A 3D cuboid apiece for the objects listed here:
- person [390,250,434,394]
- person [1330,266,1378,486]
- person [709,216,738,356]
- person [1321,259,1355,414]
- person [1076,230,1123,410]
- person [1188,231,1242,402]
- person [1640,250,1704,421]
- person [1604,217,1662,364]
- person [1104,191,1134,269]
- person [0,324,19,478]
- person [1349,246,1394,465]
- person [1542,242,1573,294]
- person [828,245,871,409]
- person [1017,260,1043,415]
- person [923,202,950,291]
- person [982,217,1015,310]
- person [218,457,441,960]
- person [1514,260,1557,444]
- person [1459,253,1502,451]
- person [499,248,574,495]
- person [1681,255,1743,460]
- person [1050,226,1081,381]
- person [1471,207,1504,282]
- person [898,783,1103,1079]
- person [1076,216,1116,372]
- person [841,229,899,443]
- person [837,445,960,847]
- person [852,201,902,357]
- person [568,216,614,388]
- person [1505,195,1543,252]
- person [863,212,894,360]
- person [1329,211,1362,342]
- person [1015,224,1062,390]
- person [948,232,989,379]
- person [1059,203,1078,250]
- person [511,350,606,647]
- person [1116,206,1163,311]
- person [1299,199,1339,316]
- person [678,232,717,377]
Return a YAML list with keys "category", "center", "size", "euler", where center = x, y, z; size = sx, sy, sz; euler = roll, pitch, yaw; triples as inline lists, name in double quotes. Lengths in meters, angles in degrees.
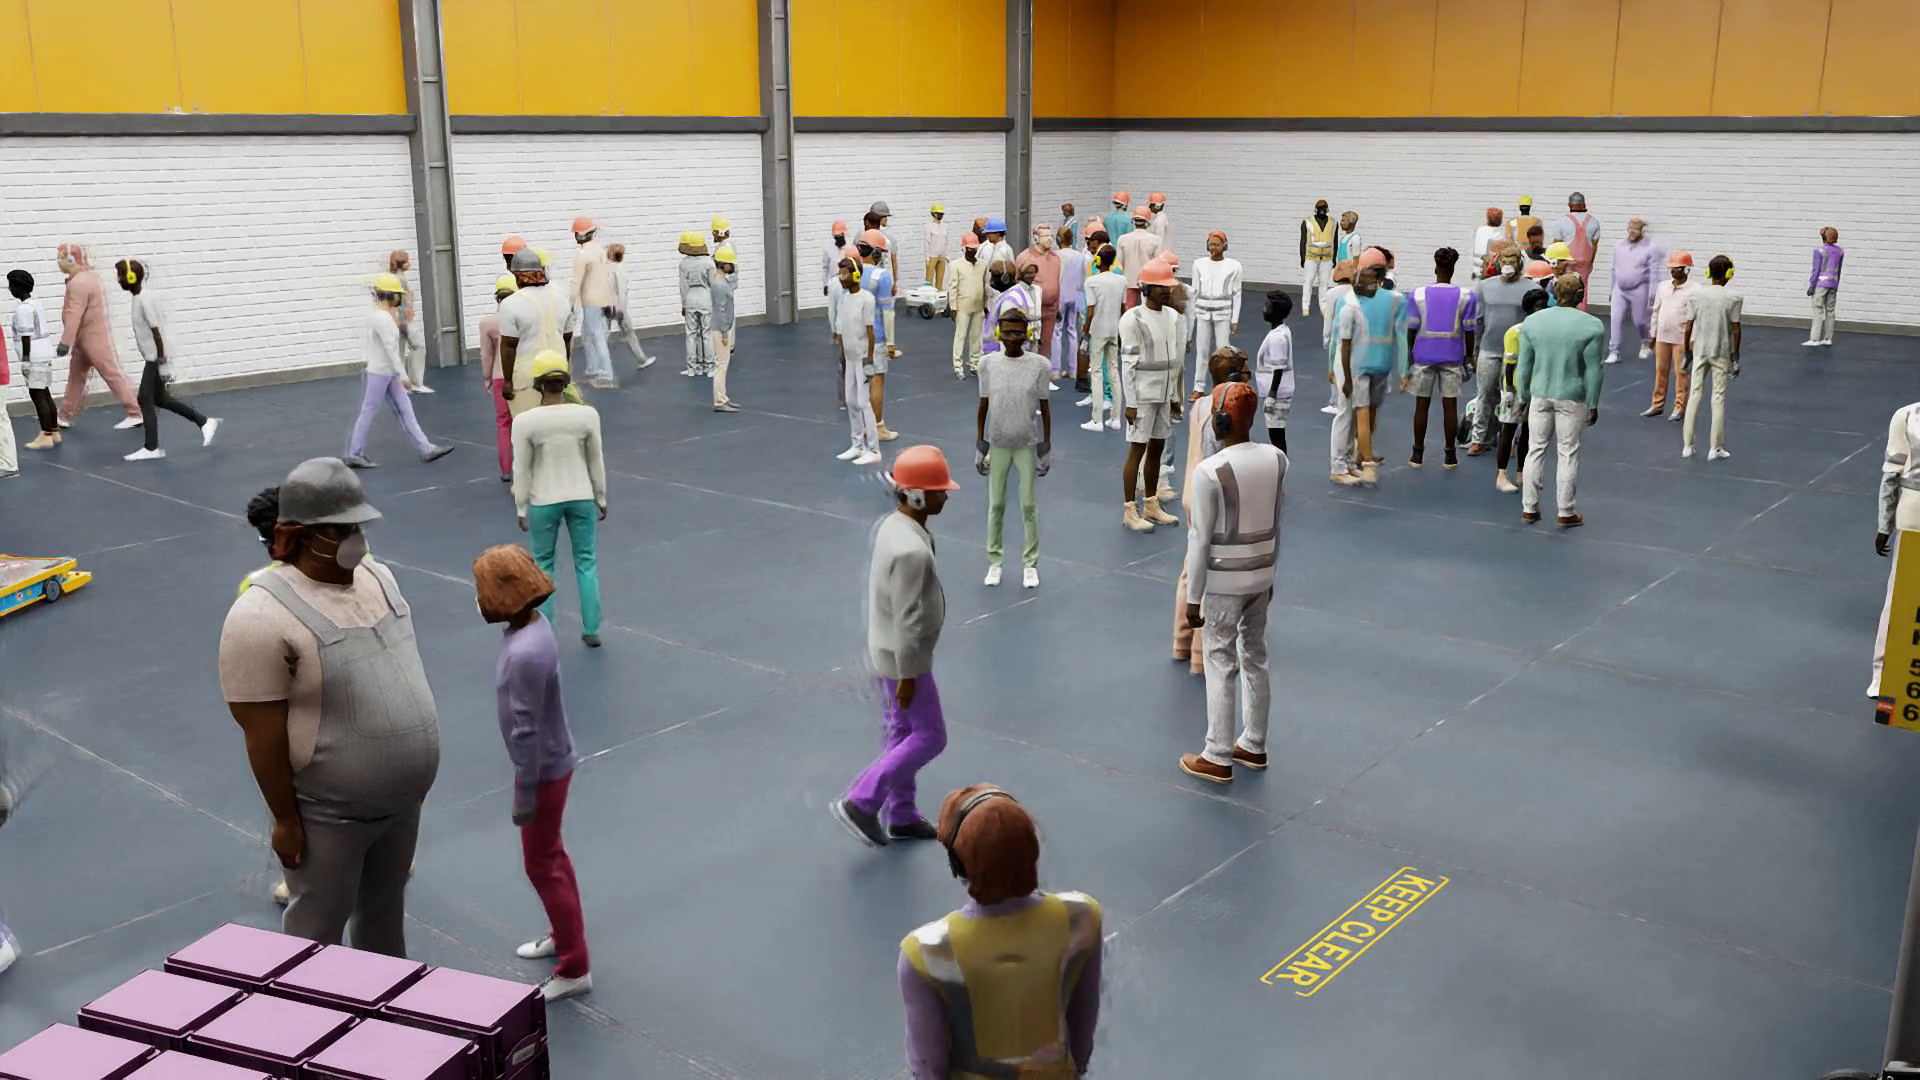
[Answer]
- category: "person"
  center: [-6.198, -2.446, 18.775]
  size: [0.560, 1.619, 0.539]
  euler: [-7, 16, -26]
- category: "person"
  center: [3.367, -1.397, 14.151]
  size: [0.351, 1.846, 0.507]
  euler: [9, 17, 32]
- category: "person"
  center: [-3.128, -3.348, 21.973]
  size: [0.404, 1.834, 0.589]
  euler: [-1, 14, -2]
- category: "person"
  center: [4.058, -2.146, 17.597]
  size: [0.492, 1.625, 0.279]
  euler: [-6, 15, -21]
- category: "person"
  center: [1.526, -2.357, 17.850]
  size: [0.379, 1.913, 0.597]
  euler: [-8, 16, -29]
- category: "person"
  center: [2.781, -2.435, 18.222]
  size: [0.573, 1.883, 0.354]
  euler: [6, 15, 23]
- category: "person"
  center: [7.376, -2.112, 17.193]
  size: [0.329, 1.750, 0.573]
  euler: [-9, 17, -32]
- category: "person"
  center: [8.667, -3.217, 21.369]
  size: [0.864, 1.867, 0.642]
  euler: [-13, 19, -43]
- category: "person"
  center: [2.509, -4.454, 26.064]
  size: [0.611, 1.996, 0.379]
  euler: [13, 19, 43]
- category: "person"
  center: [-8.430, -1.404, 14.399]
  size: [0.354, 1.738, 0.573]
  euler: [-10, 17, -35]
- category: "person"
  center: [3.655, -1.663, 14.988]
  size: [0.390, 1.957, 0.607]
  euler: [-1, 14, -4]
- category: "person"
  center: [6.097, -2.157, 17.222]
  size: [0.404, 1.830, 0.587]
  euler: [6, 15, 24]
- category: "person"
  center: [-1.128, -2.269, 17.822]
  size: [0.563, 1.751, 0.330]
  euler: [4, 15, 14]
- category: "person"
  center: [0.681, -2.099, 17.381]
  size: [0.310, 1.636, 0.523]
  euler: [12, 18, 40]
- category: "person"
  center: [-0.375, -4.630, 27.230]
  size: [0.523, 1.769, 0.316]
  euler: [-13, 19, -41]
- category: "person"
  center: [0.468, -2.895, 19.960]
  size: [0.415, 1.939, 0.610]
  euler: [3, 14, 11]
- category: "person"
  center: [-1.884, 0.742, 5.210]
  size: [0.538, 2.000, 0.684]
  euler: [5, 15, 18]
- category: "person"
  center: [5.469, -1.783, 15.878]
  size: [0.327, 1.753, 0.563]
  euler: [11, 18, 38]
- category: "person"
  center: [4.968, -1.755, 15.583]
  size: [0.390, 1.846, 0.565]
  euler: [9, 16, 31]
- category: "person"
  center: [-3.536, -1.394, 13.743]
  size: [0.536, 2.000, 0.688]
  euler: [10, 17, 36]
- category: "person"
  center: [6.862, -1.664, 15.184]
  size: [0.518, 1.865, 0.327]
  euler: [11, 18, 38]
- category: "person"
  center: [1.244, -2.825, 19.888]
  size: [0.516, 1.835, 0.355]
  euler: [-8, 16, -30]
- category: "person"
  center: [7.666, -3.881, 24.086]
  size: [0.459, 1.841, 0.608]
  euler: [-7, 16, -25]
- category: "person"
  center: [0.120, 1.339, 3.725]
  size: [0.500, 1.601, 0.859]
  euler: [-4, 15, -14]
- category: "person"
  center: [1.654, -3.038, 20.588]
  size: [0.410, 1.909, 0.642]
  euler: [-6, 15, -23]
- category: "person"
  center: [-0.854, -1.962, 16.023]
  size: [0.611, 2.035, 0.404]
  euler: [11, 18, 37]
- category: "person"
  center: [-0.229, 0.458, 6.949]
  size: [0.463, 1.736, 0.577]
  euler: [-2, 14, -9]
- category: "person"
  center: [-1.053, -3.436, 21.904]
  size: [0.684, 2.000, 0.536]
  euler: [12, 18, 39]
- category: "person"
  center: [-4.342, -2.750, 19.301]
  size: [0.715, 1.963, 0.641]
  euler: [3, 14, 13]
- category: "person"
  center: [8.839, -4.446, 26.177]
  size: [0.589, 1.923, 0.383]
  euler: [1, 14, 2]
- category: "person"
  center: [-1.064, -3.286, 21.567]
  size: [0.380, 1.910, 0.597]
  euler: [-7, 16, -27]
- category: "person"
  center: [5.369, -3.629, 23.072]
  size: [0.344, 1.847, 0.504]
  euler: [-1, 14, -5]
- category: "person"
  center: [0.926, -2.639, 18.984]
  size: [0.641, 1.913, 0.401]
  euler: [-11, 18, -38]
- category: "person"
  center: [0.127, -2.817, 20.013]
  size: [0.575, 1.749, 0.334]
  euler: [-9, 17, -33]
- category: "person"
  center: [1.946, -5.198, 29.785]
  size: [0.314, 1.632, 0.522]
  euler: [-6, 15, -21]
- category: "person"
  center: [-2.323, -0.227, 9.665]
  size: [0.540, 1.757, 0.348]
  euler: [-7, 16, -26]
- category: "person"
  center: [2.315, -3.299, 21.448]
  size: [0.623, 1.992, 0.397]
  euler: [4, 15, 15]
- category: "person"
  center: [5.730, -4.498, 26.552]
  size: [0.625, 1.844, 0.429]
  euler: [-1, 14, -3]
- category: "person"
  center: [-3.153, -2.853, 20.172]
  size: [0.489, 1.746, 0.286]
  euler: [3, 14, 11]
